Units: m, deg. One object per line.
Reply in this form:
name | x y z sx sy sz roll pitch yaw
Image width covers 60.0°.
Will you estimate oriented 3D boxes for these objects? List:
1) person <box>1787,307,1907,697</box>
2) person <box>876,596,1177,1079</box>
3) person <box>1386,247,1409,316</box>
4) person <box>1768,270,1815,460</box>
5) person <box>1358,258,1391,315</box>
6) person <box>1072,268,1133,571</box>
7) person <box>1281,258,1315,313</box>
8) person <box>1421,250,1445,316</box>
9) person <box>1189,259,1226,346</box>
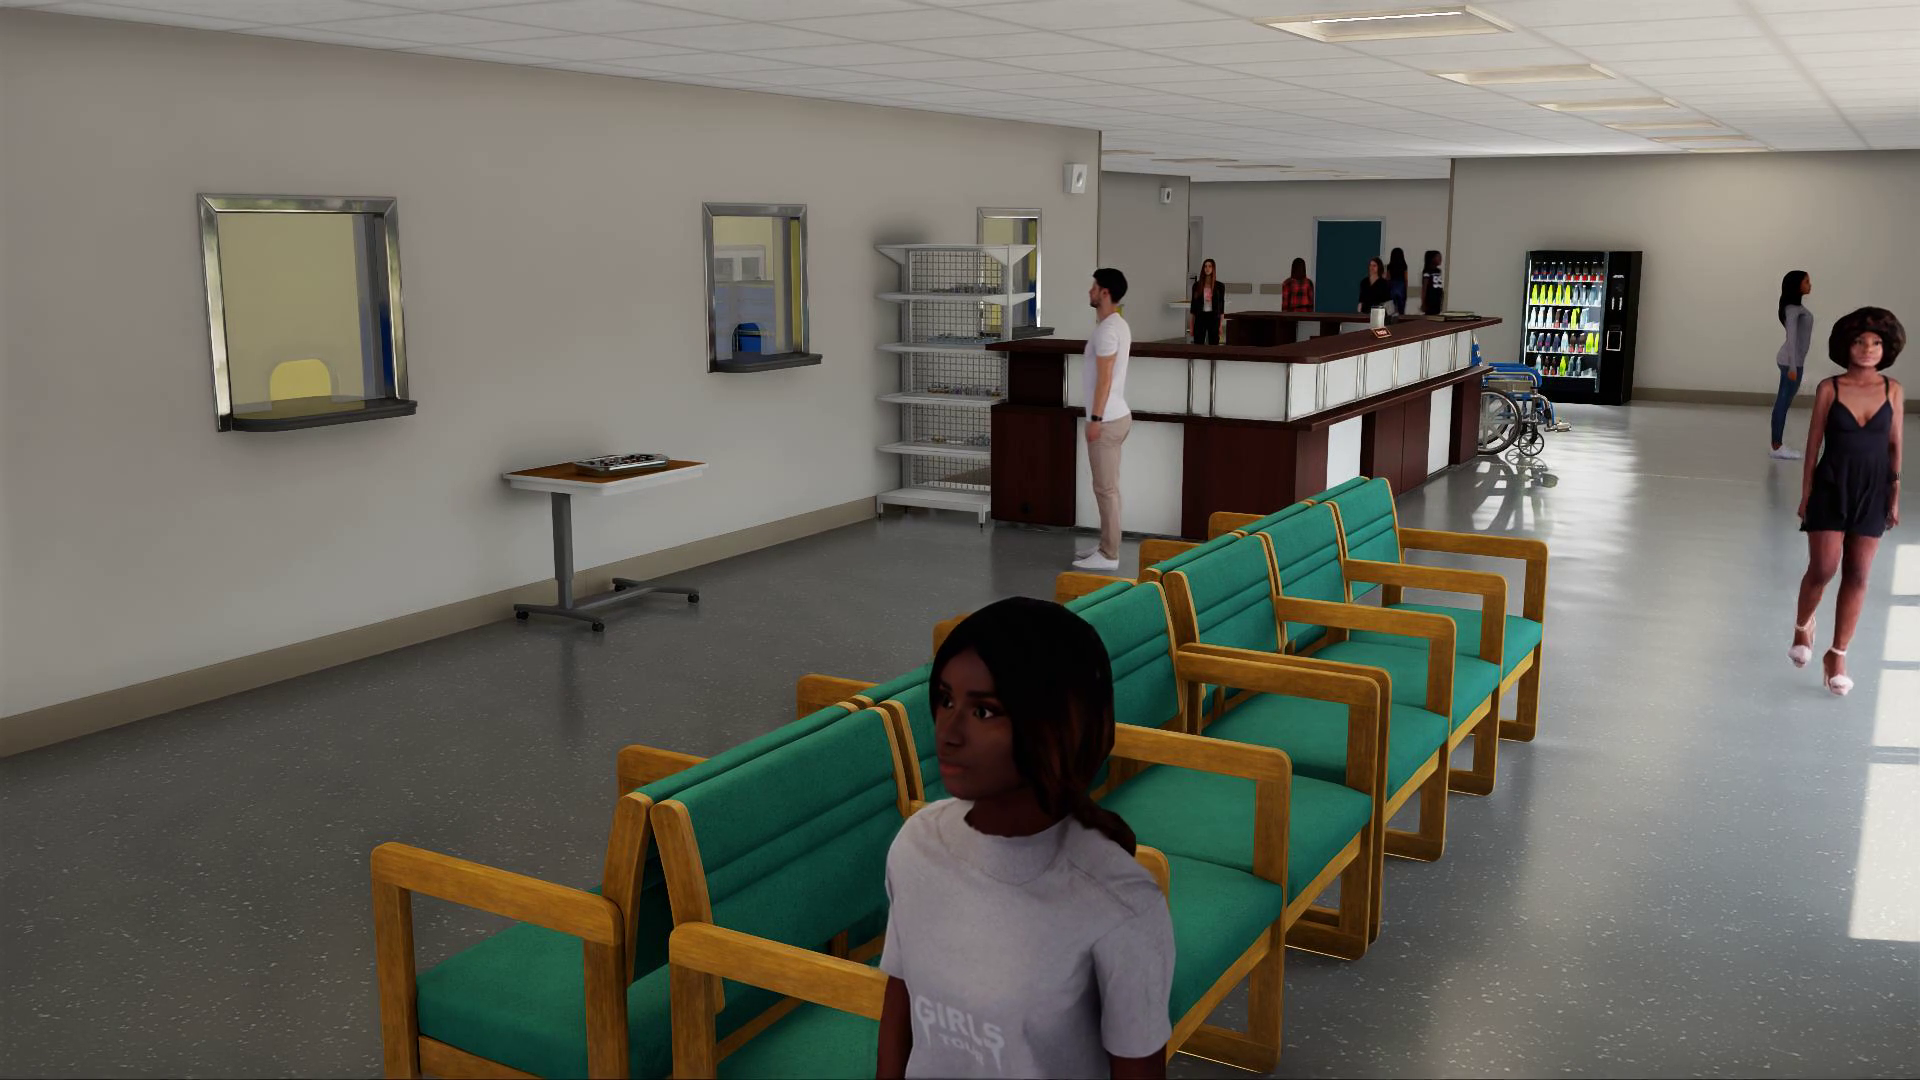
person | 4.098 -0.181 7.701 0.686 1.780 0.714 2 11 13
person | 0.069 0.912 2.104 0.510 1.719 0.676 9 14 40
person | 8.092 -4.546 30.812 0.729 1.738 0.776 1 11 4
person | 7.733 -1.641 15.512 0.525 1.736 0.610 5 12 27
person | 5.766 -3.073 23.173 0.824 1.692 0.748 9 14 39
person | 0.922 -0.759 10.458 0.700 1.887 0.743 3 11 13
person | 4.671 -3.059 23.072 0.673 1.703 0.767 -1 11 -5
person | 7.776 -3.922 27.556 0.743 1.726 0.740 -9 14 -39
person | 3.253 -2.837 21.876 0.566 1.713 0.718 2 11 11
